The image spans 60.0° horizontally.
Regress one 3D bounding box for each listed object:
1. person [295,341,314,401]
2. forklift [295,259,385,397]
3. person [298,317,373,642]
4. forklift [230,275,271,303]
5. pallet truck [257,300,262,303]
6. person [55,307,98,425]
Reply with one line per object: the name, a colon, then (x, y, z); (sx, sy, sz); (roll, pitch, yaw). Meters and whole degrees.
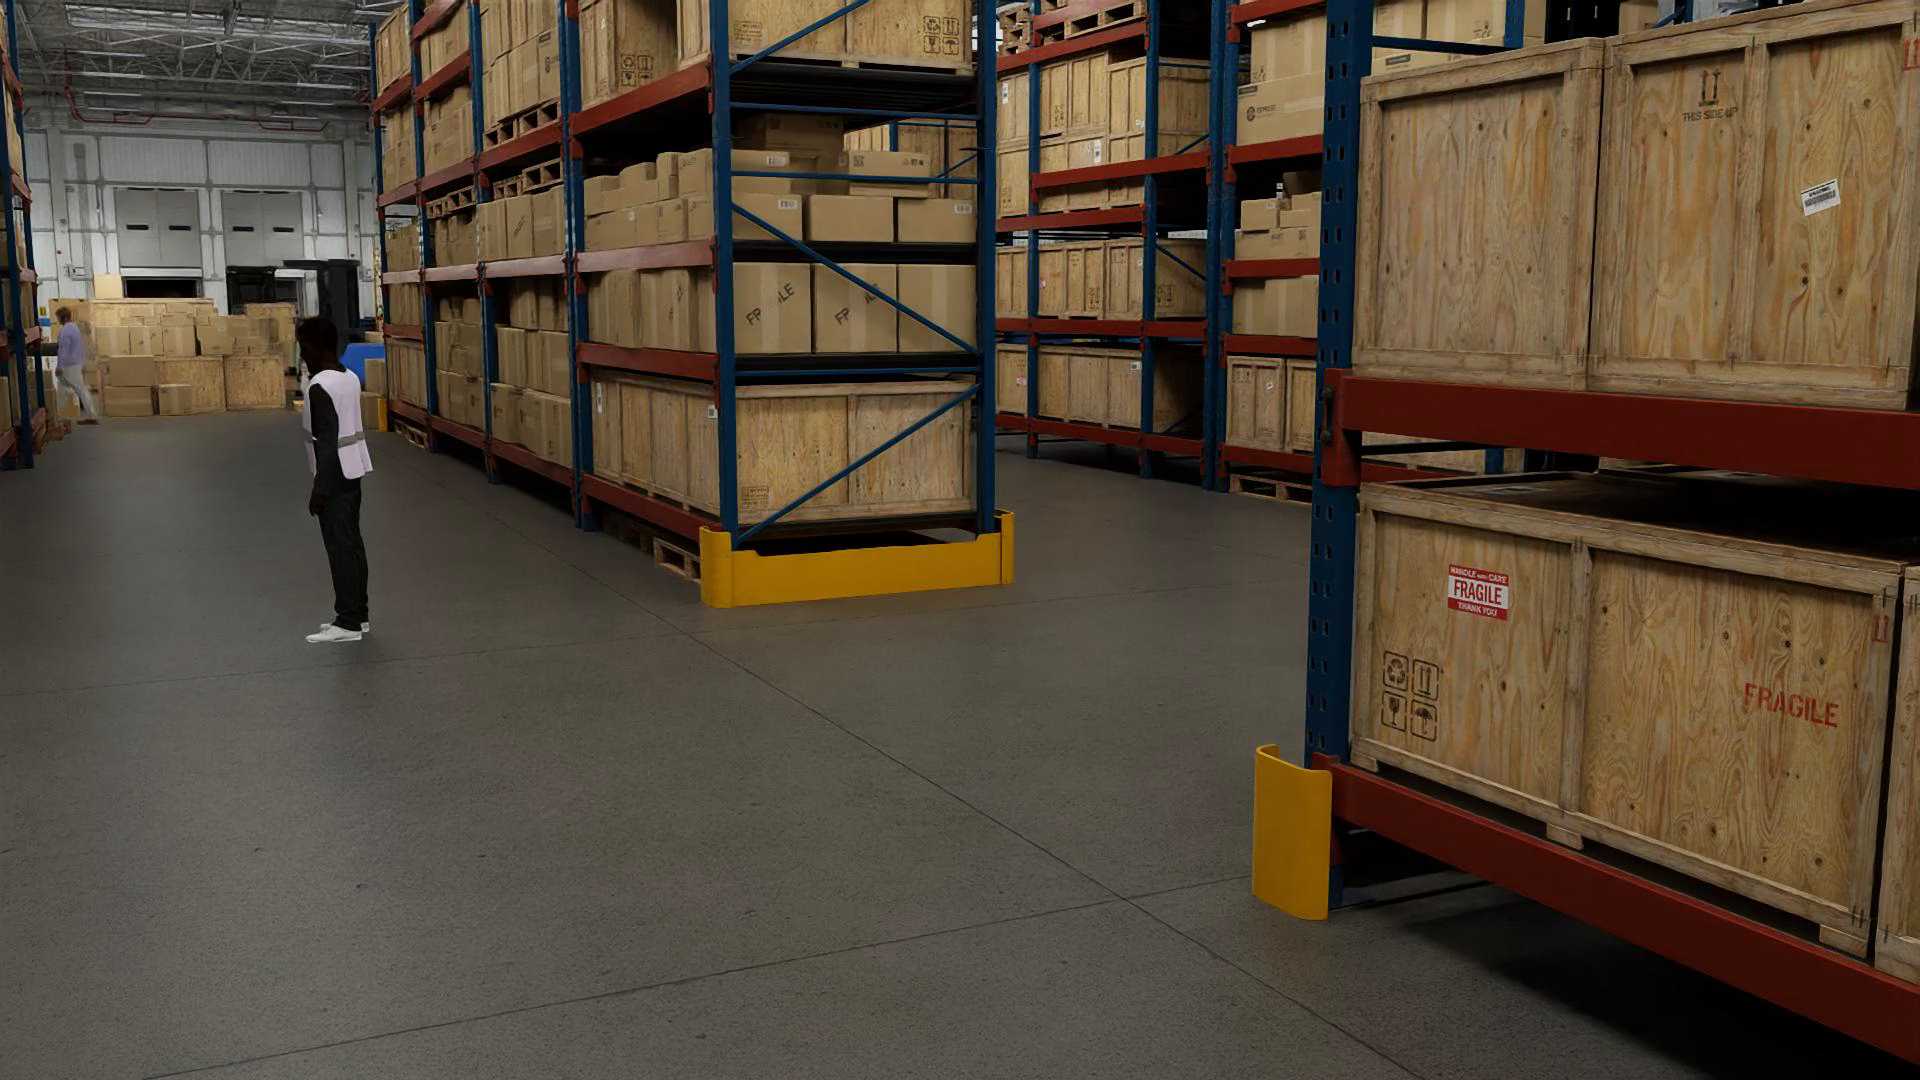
person: (-10.366, -2.642, 26.622); (0.546, 1.606, 0.745); (-2, 8, -13)
forklift: (-12.561, -4.357, 34.130); (1.873, 2.768, 1.129); (0, 8, -1)
person: (-3.691, -0.353, 9.838); (0.392, 1.915, 0.587); (-1, 8, -6)
forklift: (-17.379, -5.329, 40.839); (1.129, 2.768, 1.873); (-4, 9, -26)
pallet truck: (-23.913, -7.404, 58.171); (1.885, 1.965, 0.823); (-1, 8, -9)
person: (-14.288, -2.757, 26.488); (0.985, 1.888, 0.655); (-2, 9, -15)
